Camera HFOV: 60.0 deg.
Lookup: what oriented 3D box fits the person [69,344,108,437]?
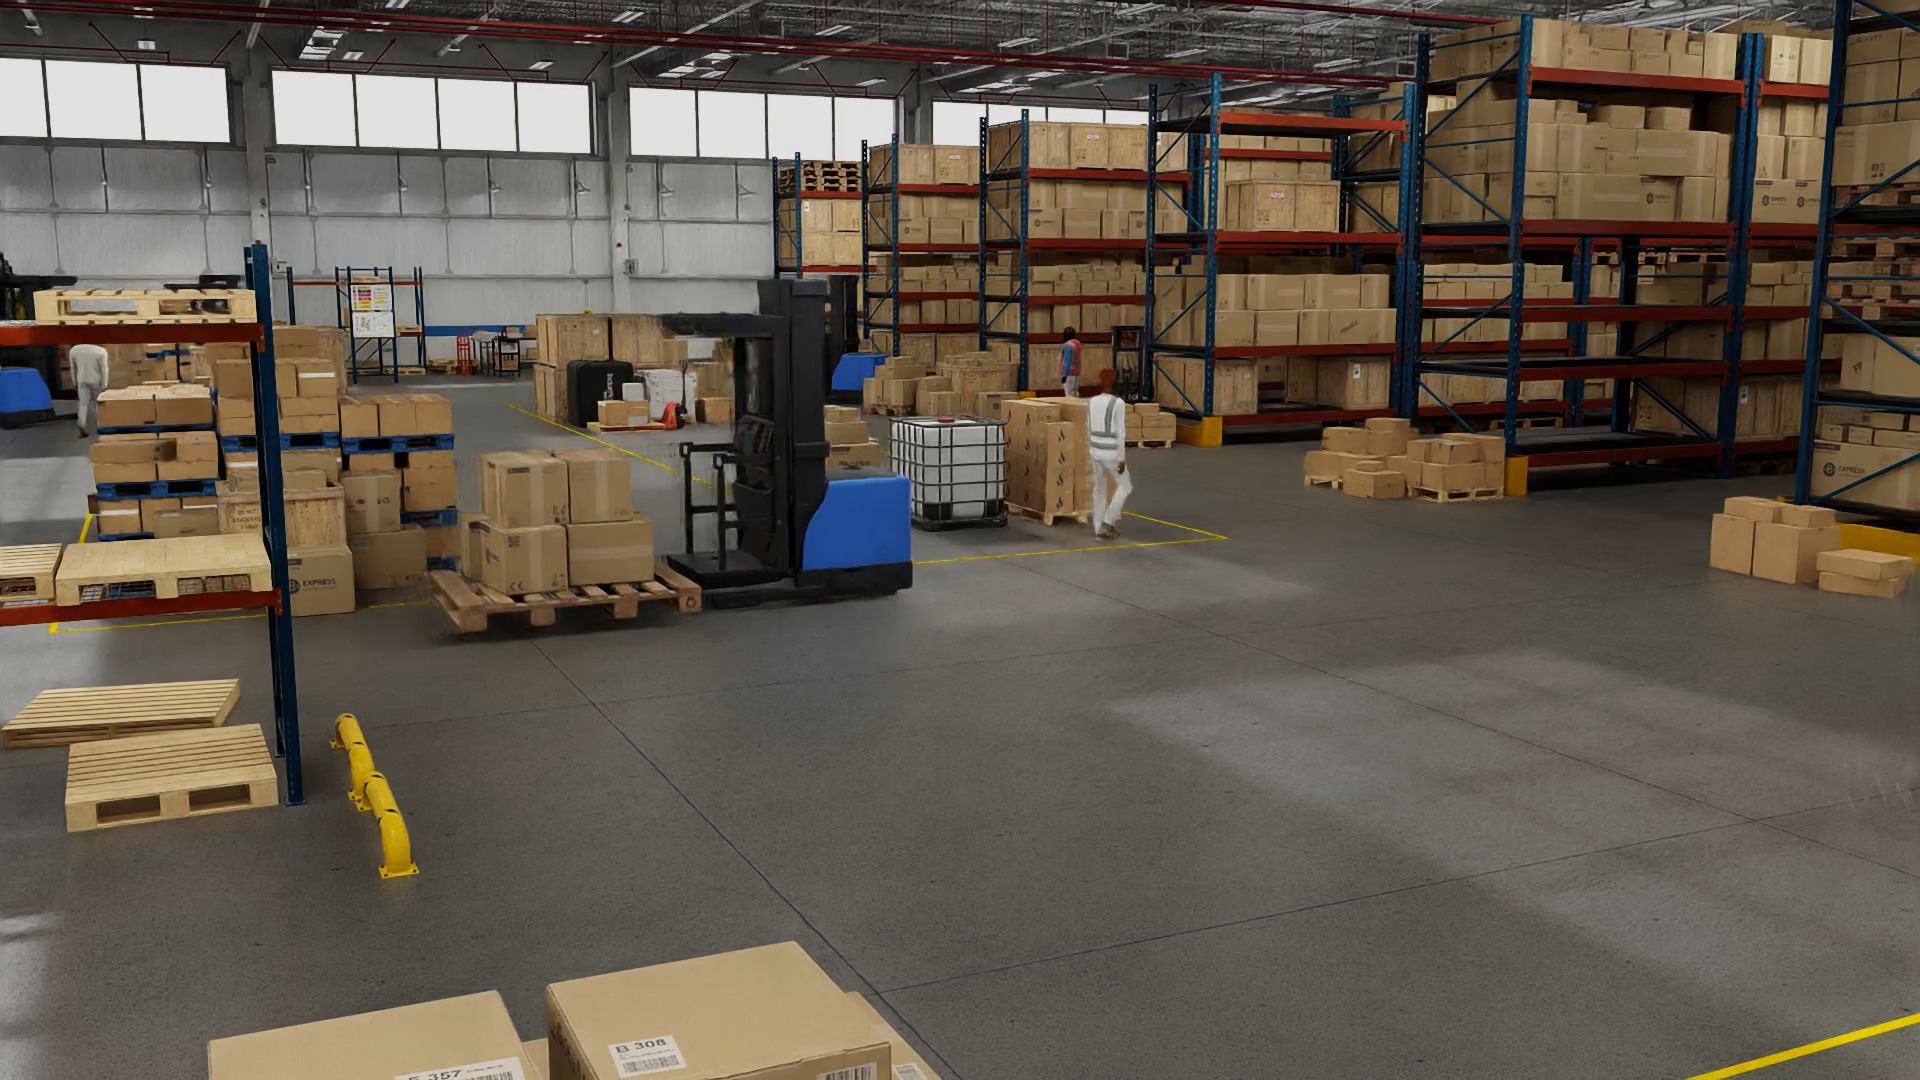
[{"bbox_3d":[-15.289,-2.756,29.208,0.640,1.912,0.882,-2,9,-13],"label":"person"}]

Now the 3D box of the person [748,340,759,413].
[{"bbox_3d":[-3.906,-2.917,31.053,0.311,1.632,0.519,-1,9,-9],"label":"person"}]

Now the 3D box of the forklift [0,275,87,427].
[{"bbox_3d":[-17.725,-3.586,31.333,1.129,2.768,1.873,2,9,14],"label":"forklift"}]

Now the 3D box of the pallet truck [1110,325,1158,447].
[{"bbox_3d":[2.881,-2.596,27.923,0.823,1.965,1.885,-1,9,-7],"label":"pallet truck"}]

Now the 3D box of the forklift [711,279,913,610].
[{"bbox_3d":[-1.460,-0.908,14.722,1.873,2.768,1.129,-4,10,-25],"label":"forklift"}]

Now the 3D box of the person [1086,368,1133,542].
[{"bbox_3d":[1.596,-0.907,17.830,0.426,1.869,0.621,-7,12,-37],"label":"person"}]

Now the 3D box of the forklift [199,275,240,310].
[{"bbox_3d":[-16.452,-4.524,37.156,1.129,2.768,1.873,5,10,26],"label":"forklift"}]

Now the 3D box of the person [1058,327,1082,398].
[{"bbox_3d":[2.112,-3.197,32.135,0.430,1.845,0.619,4,10,25],"label":"person"}]

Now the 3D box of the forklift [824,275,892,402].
[{"bbox_3d":[-2.524,-4.459,36.754,1.873,2.768,1.129,3,10,20],"label":"forklift"}]
